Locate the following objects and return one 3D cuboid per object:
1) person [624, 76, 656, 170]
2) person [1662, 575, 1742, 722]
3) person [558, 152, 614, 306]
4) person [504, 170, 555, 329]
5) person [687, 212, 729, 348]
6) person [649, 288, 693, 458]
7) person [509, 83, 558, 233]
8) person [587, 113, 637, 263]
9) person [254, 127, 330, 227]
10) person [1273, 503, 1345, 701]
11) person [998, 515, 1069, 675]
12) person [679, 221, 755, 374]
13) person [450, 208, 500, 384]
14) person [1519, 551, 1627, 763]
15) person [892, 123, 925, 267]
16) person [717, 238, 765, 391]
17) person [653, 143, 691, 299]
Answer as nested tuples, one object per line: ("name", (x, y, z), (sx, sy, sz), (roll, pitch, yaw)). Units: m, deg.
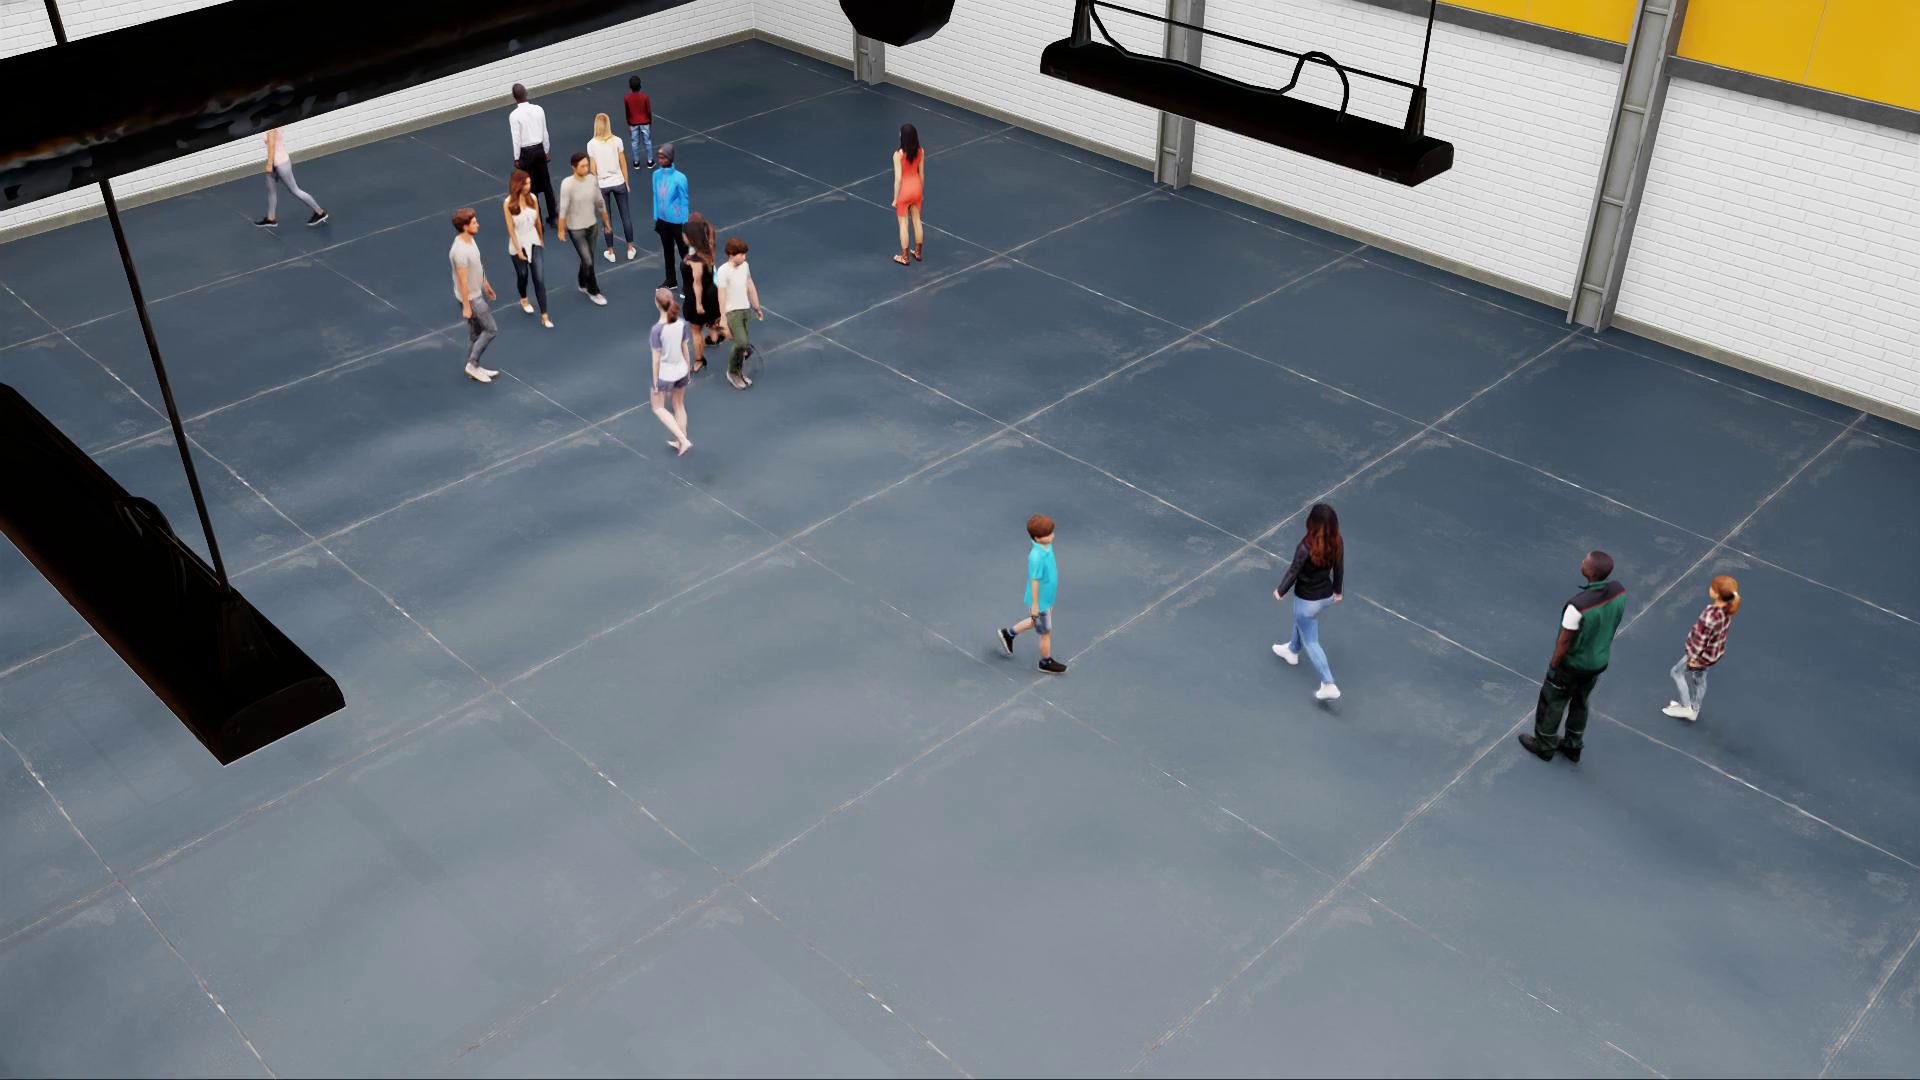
("person", (-4.324, -5.626, 22.397), (0.575, 1.254, 0.619), (-5, 34, -7))
("person", (5.697, 0.860, 12.598), (0.564, 1.299, 0.545), (-24, 41, -32))
("person", (-4.326, -3.557, 18.805), (0.824, 1.785, 0.762), (23, 40, 31))
("person", (-4.847, -3.249, 18.382), (0.720, 1.740, 1.072), (-21, 39, -28))
("person", (-2.651, -2.780, 17.852), (0.787, 1.545, 0.731), (-4, 34, -6))
("person", (-2.707, -1.537, 15.797), (0.578, 1.751, 0.729), (-27, 42, -35))
("person", (-5.280, -4.717, 20.506), (0.639, 1.833, 0.513), (-28, 43, -36))
("person", (-4.136, -4.180, 19.722), (0.674, 1.808, 0.663), (-10, 35, -14))
("person", (-8.319, -4.666, 20.556), (0.897, 1.692, 1.107), (-13, 36, -19))
("person", (2.778, 0.500, 12.870), (0.764, 1.598, 1.132), (-21, 39, -29))
("person", (0.576, 0.417, 13.143), (0.918, 1.434, 0.757), (10, 35, 14))
("person", (-2.599, -2.504, 17.301), (1.066, 1.696, 0.951), (6, 34, 9))
("person", (-5.124, -2.492, 17.119), (0.861, 1.877, 0.771), (-4, 34, -6))
("person", (4.551, 0.870, 12.101), (0.786, 1.832, 0.785), (-16, 37, -22))
("person", (-0.608, -4.095, 19.673), (0.615, 1.719, 0.552), (-23, 40, -30))
("person", (-2.354, -2.358, 17.129), (0.644, 1.644, 0.622), (21, 39, 28))
("person", (-3.258, -3.647, 18.934), (0.587, 1.792, 0.737), (16, 37, 23))
